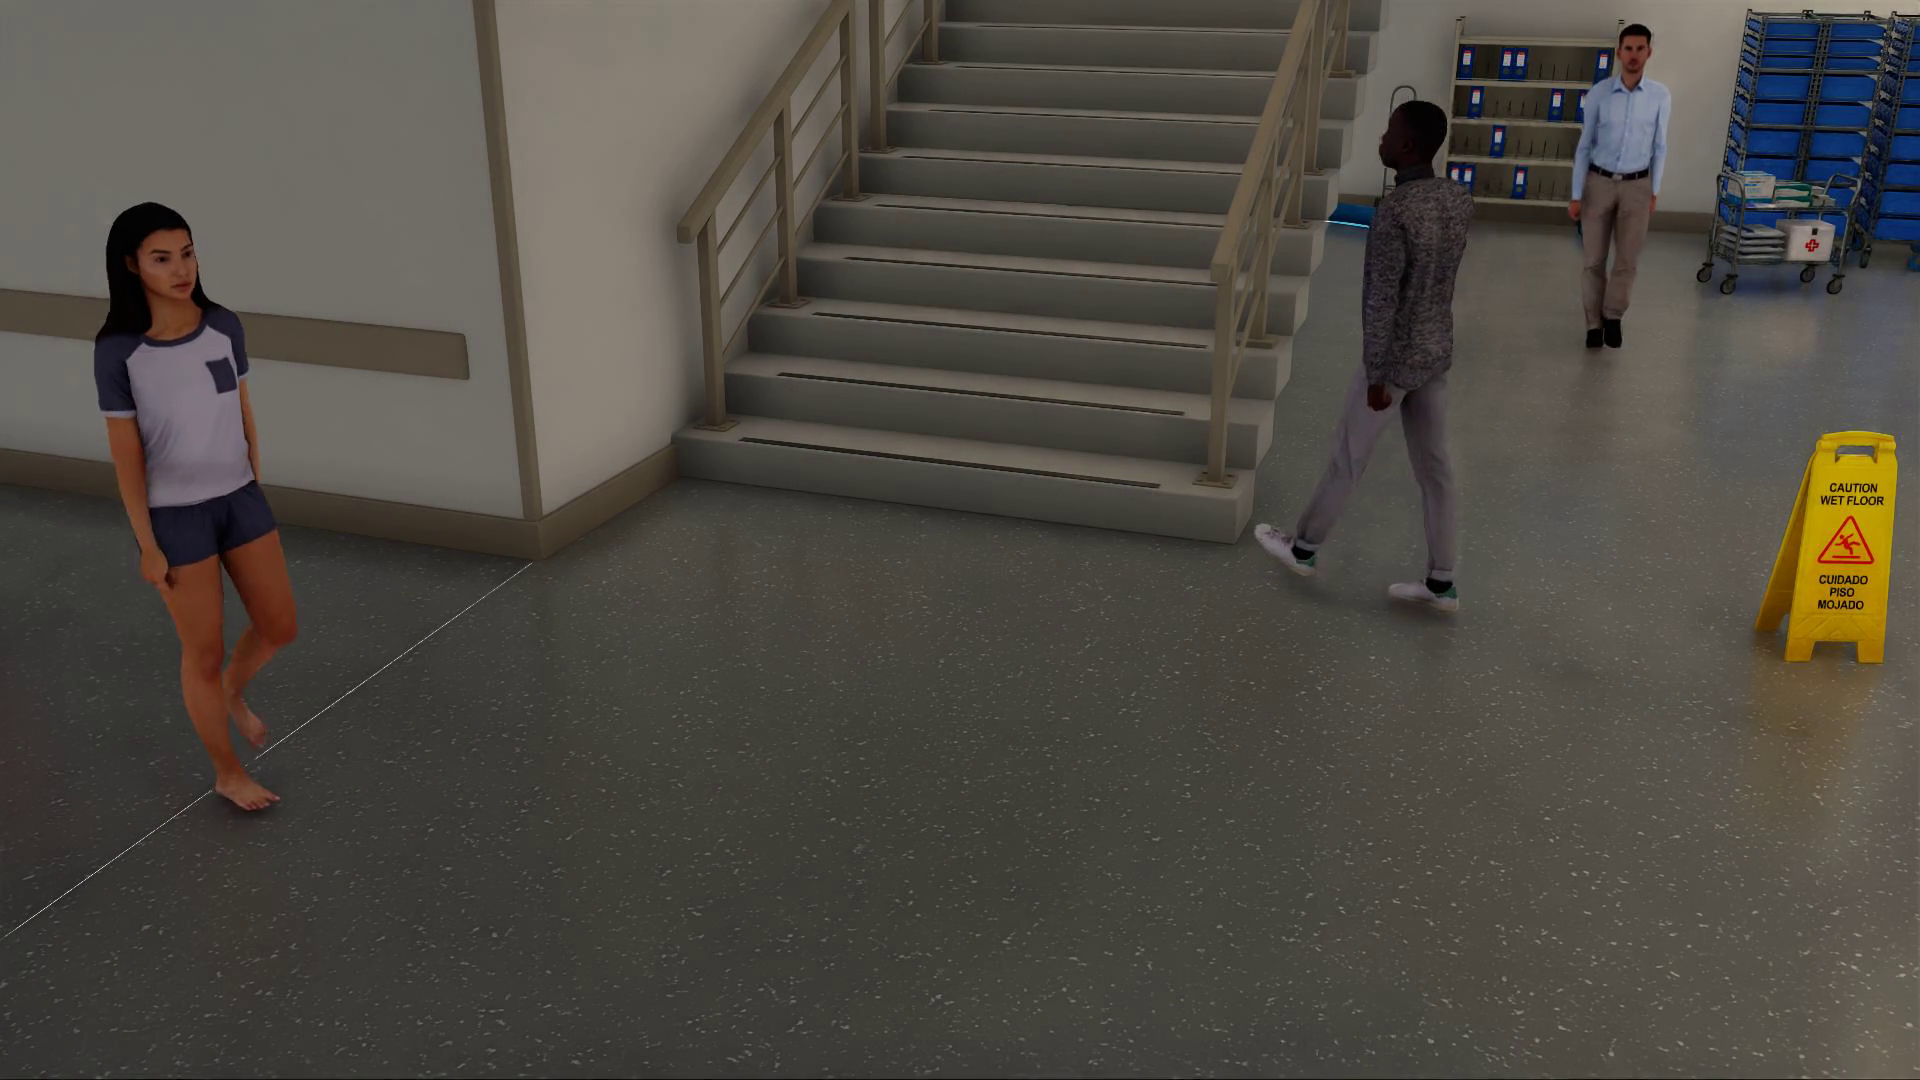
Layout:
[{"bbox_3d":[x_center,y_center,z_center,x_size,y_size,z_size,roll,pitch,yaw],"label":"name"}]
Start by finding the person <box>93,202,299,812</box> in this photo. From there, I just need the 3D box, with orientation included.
[{"bbox_3d":[-2.164,-0.078,4.640,0.740,1.726,0.683,15,25,34],"label":"person"}]

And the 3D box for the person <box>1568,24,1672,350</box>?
[{"bbox_3d":[3.801,-2.031,9.644,0.639,1.834,0.606,7,22,17],"label":"person"}]

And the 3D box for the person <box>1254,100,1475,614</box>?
[{"bbox_3d":[1.654,-0.602,5.919,1.136,1.801,1.089,-17,26,-37],"label":"person"}]
